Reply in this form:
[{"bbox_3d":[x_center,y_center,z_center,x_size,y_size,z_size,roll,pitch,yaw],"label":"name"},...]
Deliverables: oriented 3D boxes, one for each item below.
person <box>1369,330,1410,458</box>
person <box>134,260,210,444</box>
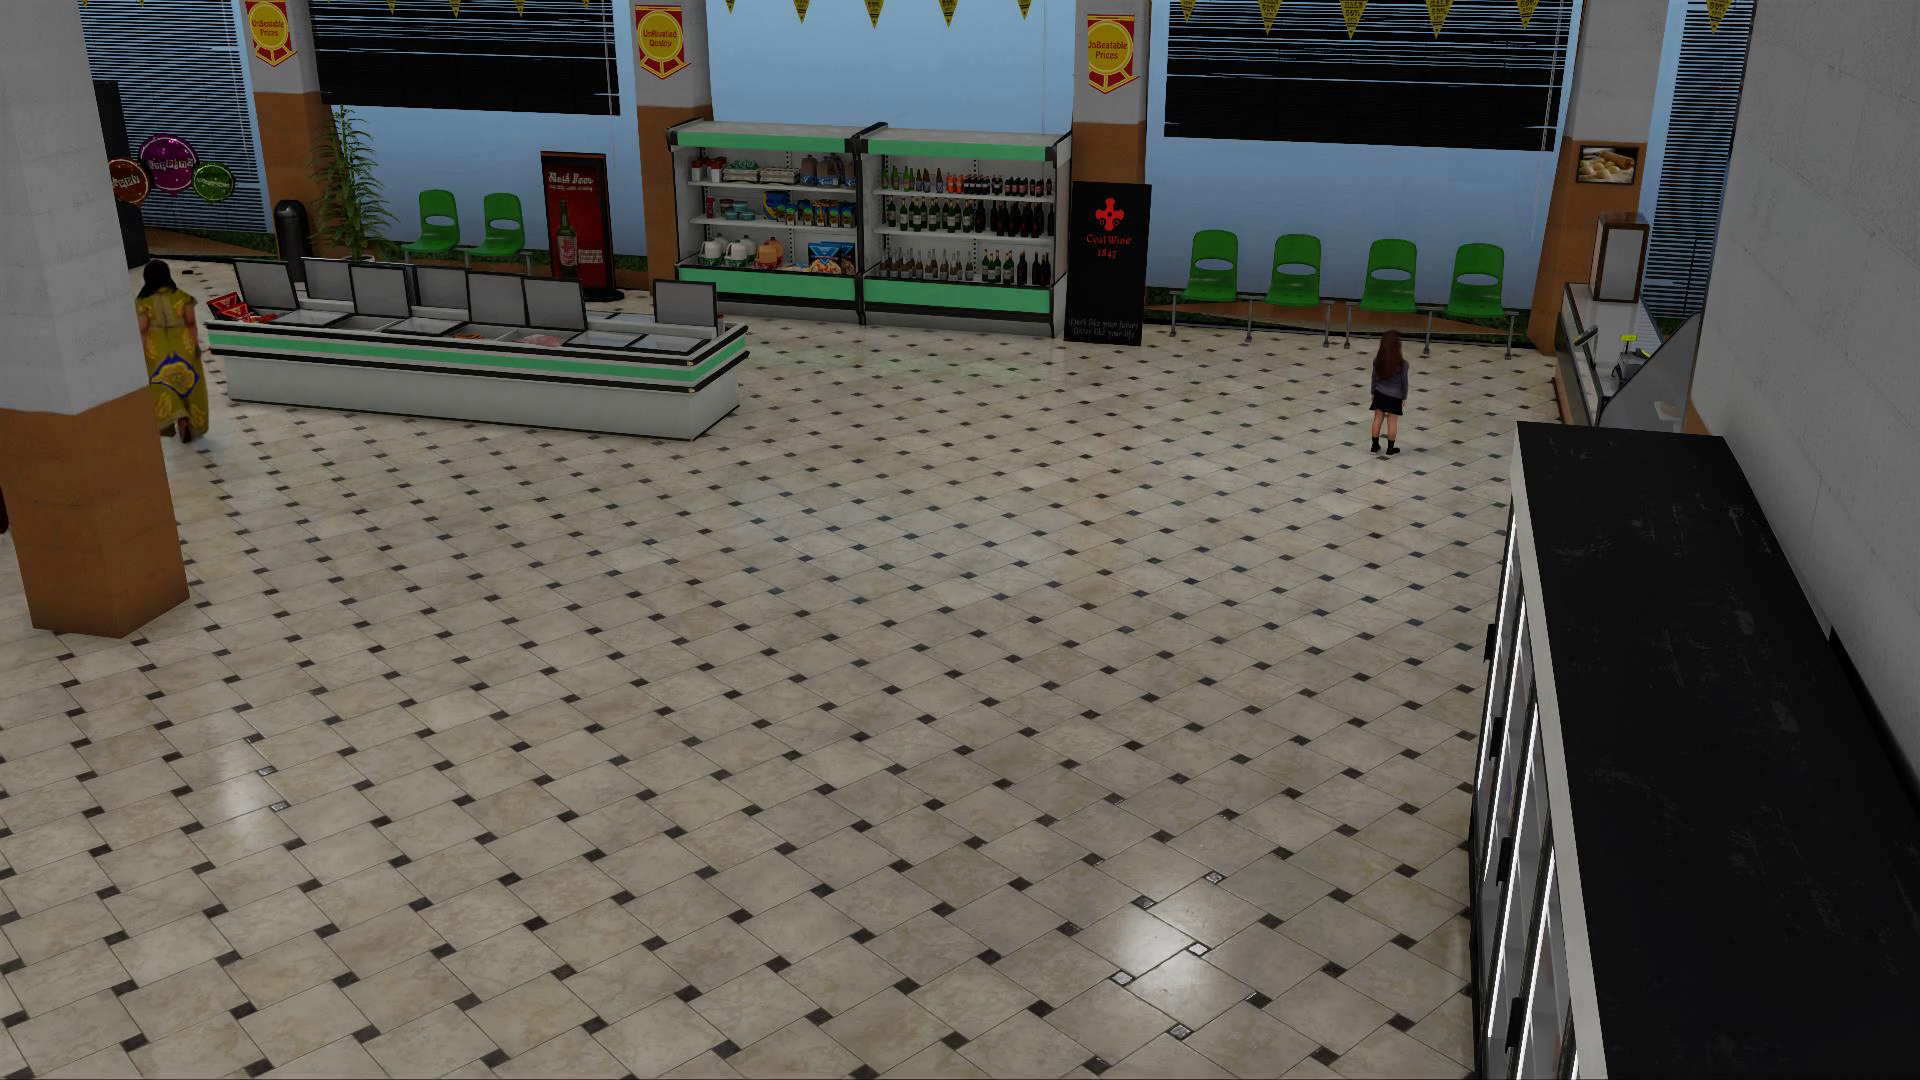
[{"bbox_3d":[3.694,-1.274,14.344,0.456,1.107,0.579,13,25,30],"label":"person"},{"bbox_3d":[-6.825,-1.589,14.410,1.135,1.644,1.235,-15,26,-33],"label":"person"}]
